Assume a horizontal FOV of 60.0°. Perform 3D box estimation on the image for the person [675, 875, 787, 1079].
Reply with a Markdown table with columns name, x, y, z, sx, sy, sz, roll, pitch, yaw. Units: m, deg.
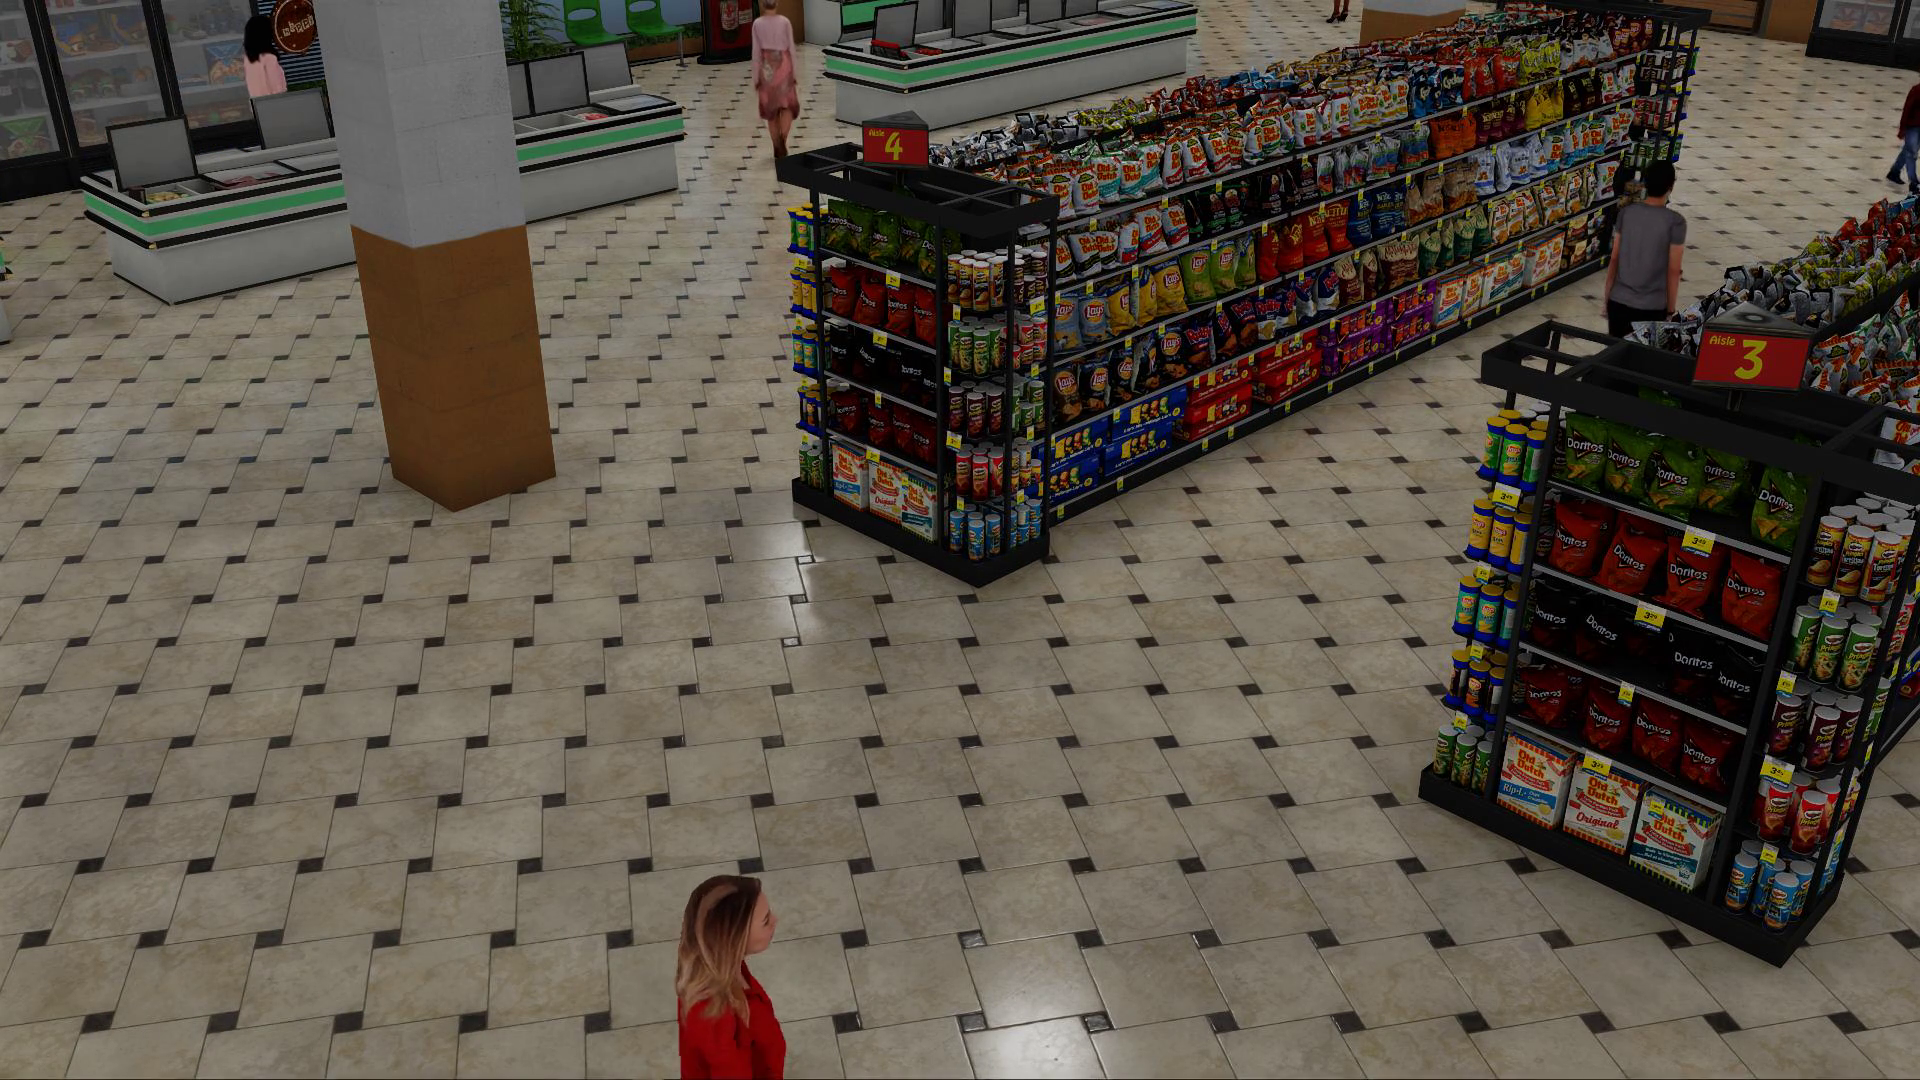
| name | x | y | z | sx | sy | sz | roll | pitch | yaw |
| --- | --- | --- | --- | --- | --- | --- | --- | --- | --- |
| person | -0.666 | 1.577 | 4.270 | 1.065 | 1.688 | 0.899 | -7 | 28 | -14 |

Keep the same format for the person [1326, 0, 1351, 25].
| name | x | y | z | sx | sy | sz | roll | pitch | yaw |
| --- | --- | --- | --- | --- | --- | --- | --- | --- | --- |
| person | 5.438 | -8.260 | 23.563 | 0.480 | 1.781 | 0.660 | -20 | 33 | -34 |

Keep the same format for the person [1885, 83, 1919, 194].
| name | x | y | z | sx | sy | sz | roll | pitch | yaw |
| --- | --- | --- | --- | --- | --- | --- | --- | --- | --- |
| person | 8.915 | -3.830 | 15.558 | 0.873 | 1.121 | 0.861 | -5 | 27 | -9 |

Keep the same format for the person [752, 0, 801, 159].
| name | x | y | z | sx | sy | sz | roll | pitch | yaw |
| --- | --- | --- | --- | --- | --- | --- | --- | --- | --- |
| person | -1.805 | -4.538 | 16.338 | 0.871 | 1.678 | 0.931 | 0 | 27 | 0 |

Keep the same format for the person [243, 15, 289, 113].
| name | x | y | z | sx | sy | sz | roll | pitch | yaw |
| --- | --- | --- | --- | --- | --- | --- | --- | --- | --- |
| person | -6.081 | -3.666 | 14.531 | 0.667 | 1.757 | 0.869 | 22 | 34 | 36 |

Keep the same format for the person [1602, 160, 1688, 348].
| name | x | y | z | sx | sy | sz | roll | pitch | yaw |
| --- | --- | --- | --- | --- | --- | --- | --- | --- | --- |
| person | 4.092 | -1.416 | 10.111 | 0.752 | 1.742 | 0.670 | -20 | 33 | -34 |
